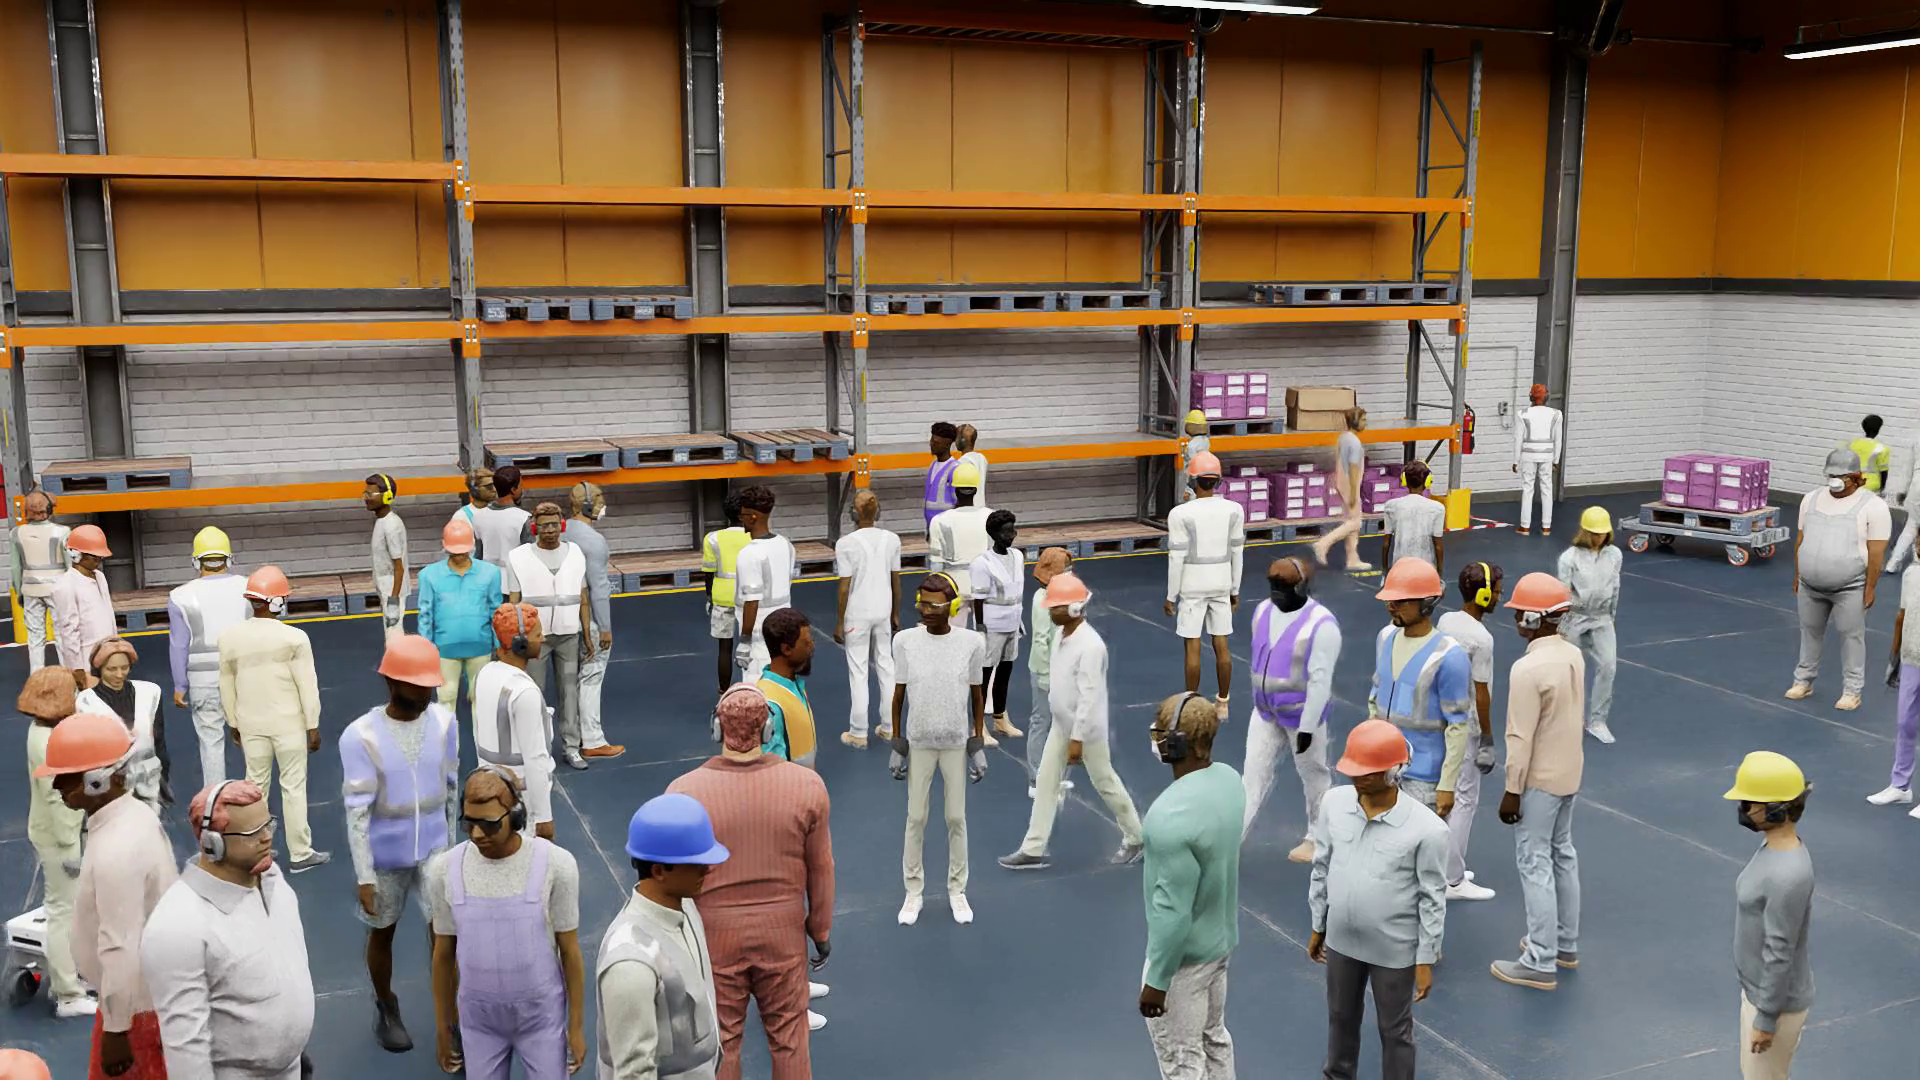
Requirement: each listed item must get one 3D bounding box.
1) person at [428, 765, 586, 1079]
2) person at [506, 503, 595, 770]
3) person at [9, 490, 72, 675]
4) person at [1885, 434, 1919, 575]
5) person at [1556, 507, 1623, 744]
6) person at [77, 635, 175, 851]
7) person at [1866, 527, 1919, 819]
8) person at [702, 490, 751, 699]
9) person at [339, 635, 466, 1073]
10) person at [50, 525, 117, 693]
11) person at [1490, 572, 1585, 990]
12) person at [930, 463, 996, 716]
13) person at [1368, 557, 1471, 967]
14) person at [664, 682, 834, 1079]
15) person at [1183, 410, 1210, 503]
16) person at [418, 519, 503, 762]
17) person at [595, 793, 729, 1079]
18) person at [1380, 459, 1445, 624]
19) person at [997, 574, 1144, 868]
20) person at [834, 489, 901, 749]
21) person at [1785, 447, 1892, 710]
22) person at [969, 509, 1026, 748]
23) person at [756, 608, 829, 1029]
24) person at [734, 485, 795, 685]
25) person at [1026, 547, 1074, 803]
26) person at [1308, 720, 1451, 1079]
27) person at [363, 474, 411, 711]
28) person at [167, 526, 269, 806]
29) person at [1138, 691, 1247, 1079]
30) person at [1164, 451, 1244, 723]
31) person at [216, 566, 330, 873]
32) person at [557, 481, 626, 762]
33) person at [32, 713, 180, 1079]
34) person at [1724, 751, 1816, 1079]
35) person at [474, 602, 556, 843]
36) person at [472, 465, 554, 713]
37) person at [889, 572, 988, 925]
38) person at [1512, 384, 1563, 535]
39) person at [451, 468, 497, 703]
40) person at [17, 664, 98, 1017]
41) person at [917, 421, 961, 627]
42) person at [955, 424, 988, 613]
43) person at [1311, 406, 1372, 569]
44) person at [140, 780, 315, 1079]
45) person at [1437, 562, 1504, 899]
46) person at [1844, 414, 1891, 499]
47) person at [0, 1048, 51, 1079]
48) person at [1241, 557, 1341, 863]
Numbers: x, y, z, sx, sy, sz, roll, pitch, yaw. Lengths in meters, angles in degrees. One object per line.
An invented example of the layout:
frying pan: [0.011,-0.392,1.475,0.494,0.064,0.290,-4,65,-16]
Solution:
person: [-1.522,1.633,5.619,0.519,1.834,0.354,0,10,0]
person: [-2.754,0.654,11.202,0.563,1.847,0.390,-6,11,-29]
person: [-7.181,0.429,13.091,0.514,1.642,0.314,0,10,0]
person: [10.341,-0.480,17.691,0.476,1.864,0.697,-2,10,-12]
person: [4.504,0.595,11.918,0.499,1.704,0.684,-1,10,-5]
person: [-4.150,1.273,8.233,0.306,1.640,0.522,6,12,32]
person: [5.999,0.797,10.330,0.309,1.864,0.534,-4,11,-20]
person: [-1.690,0.468,12.703,0.540,1.695,0.317,0,10,-2]
person: [-2.305,1.349,7.061,0.561,1.885,0.981,-8,13,-40]
person: [-5.664,0.763,10.870,0.333,1.742,0.562,-1,10,-5]
person: [2.794,1.140,8.049,0.443,1.980,0.629,8,13,40]
person: [0.052,0.385,12.521,0.584,1.928,0.374,-2,10,-13]
person: [2.180,1.091,8.120,0.379,2.041,0.616,-5,11,-25]
person: [-0.802,1.476,6.296,0.651,1.906,0.403,-2,10,-14]
person: [2.638,-0.596,18.697,0.290,1.746,0.486,5,11,26]
person: [-3.332,0.713,11.165,0.564,1.739,0.351,-4,11,-21]
person: [-0.877,1.691,4.962,0.416,1.941,0.608,1,10,4]
person: [3.630,0.283,13.321,0.509,1.858,0.333,6,11,29]
person: [0.695,1.035,9.432,0.891,1.710,0.598,-4,11,-22]
person: [-0.653,0.556,11.772,0.514,1.843,0.327,-6,12,-31]
person: [6.727,0.276,12.820,0.536,2.000,0.683,-7,12,-35]
person: [0.278,0.618,11.843,0.317,1.695,0.540,8,13,39]
person: [-0.806,1.248,7.577,0.392,1.919,0.592,0,10,-2]
person: [-1.323,0.608,11.126,0.361,1.963,0.613,4,11,21]
person: [0.591,0.847,10.700,0.286,1.633,0.500,3,10,19]
person: [1.580,1.535,6.415,0.561,1.745,0.331,9,13,42]
person: [-4.259,0.431,12.413,0.309,1.872,0.534,-4,11,-23]
person: [-4.551,0.826,10.254,0.600,1.829,0.404,-8,13,-38]
person: [0.828,1.498,6.074,0.356,1.938,0.638,6,11,29]
person: [1.796,0.360,12.328,0.605,2.045,0.380,-3,10,-17]
person: [-3.872,1.012,9.408,0.574,1.749,0.335,2,10,9]
person: [-2.593,0.556,11.506,0.354,1.937,0.635,-8,13,-39]
person: [-2.755,1.543,5.763,0.830,1.967,0.633,-5,11,-26]
person: [2.860,1.615,5.943,0.339,1.755,0.531,4,11,21]
person: [-2.079,1.221,7.826,0.338,1.882,0.582,-8,12,-38]
person: [-3.376,0.398,12.472,0.587,1.920,0.391,5,11,27]
person: [-0.113,1.083,8.678,0.515,1.868,0.328,0,10,-2]
person: [7.136,-0.992,20.583,0.574,1.884,0.361,1,10,8]
person: [-3.695,0.355,12.930,0.338,1.846,0.514,5,11,27]
person: [-4.136,1.374,7.674,0.283,1.632,0.501,-6,11,-30]
person: [-0.157,-0.118,15.305,0.366,1.966,0.606,-5,11,-26]
person: [0.067,-0.212,16.201,0.345,1.846,0.508,6,11,30]
person: [4.215,-0.553,18.229,0.638,1.829,0.511,-1,10,-4]
person: [-2.207,1.670,5.176,0.404,1.911,0.636,1,10,5]
person: [2.746,1.033,9.018,0.346,1.853,0.523,-2,10,-11]
person: [10.253,-0.591,18.874,0.449,1.669,0.519,-5,11,-27]
person: [-2.149,1.998,3.897,0.580,1.731,0.766,-2,10,-12]
person: [1.767,0.995,9.357,0.965,1.794,0.637,-7,12,-36]
